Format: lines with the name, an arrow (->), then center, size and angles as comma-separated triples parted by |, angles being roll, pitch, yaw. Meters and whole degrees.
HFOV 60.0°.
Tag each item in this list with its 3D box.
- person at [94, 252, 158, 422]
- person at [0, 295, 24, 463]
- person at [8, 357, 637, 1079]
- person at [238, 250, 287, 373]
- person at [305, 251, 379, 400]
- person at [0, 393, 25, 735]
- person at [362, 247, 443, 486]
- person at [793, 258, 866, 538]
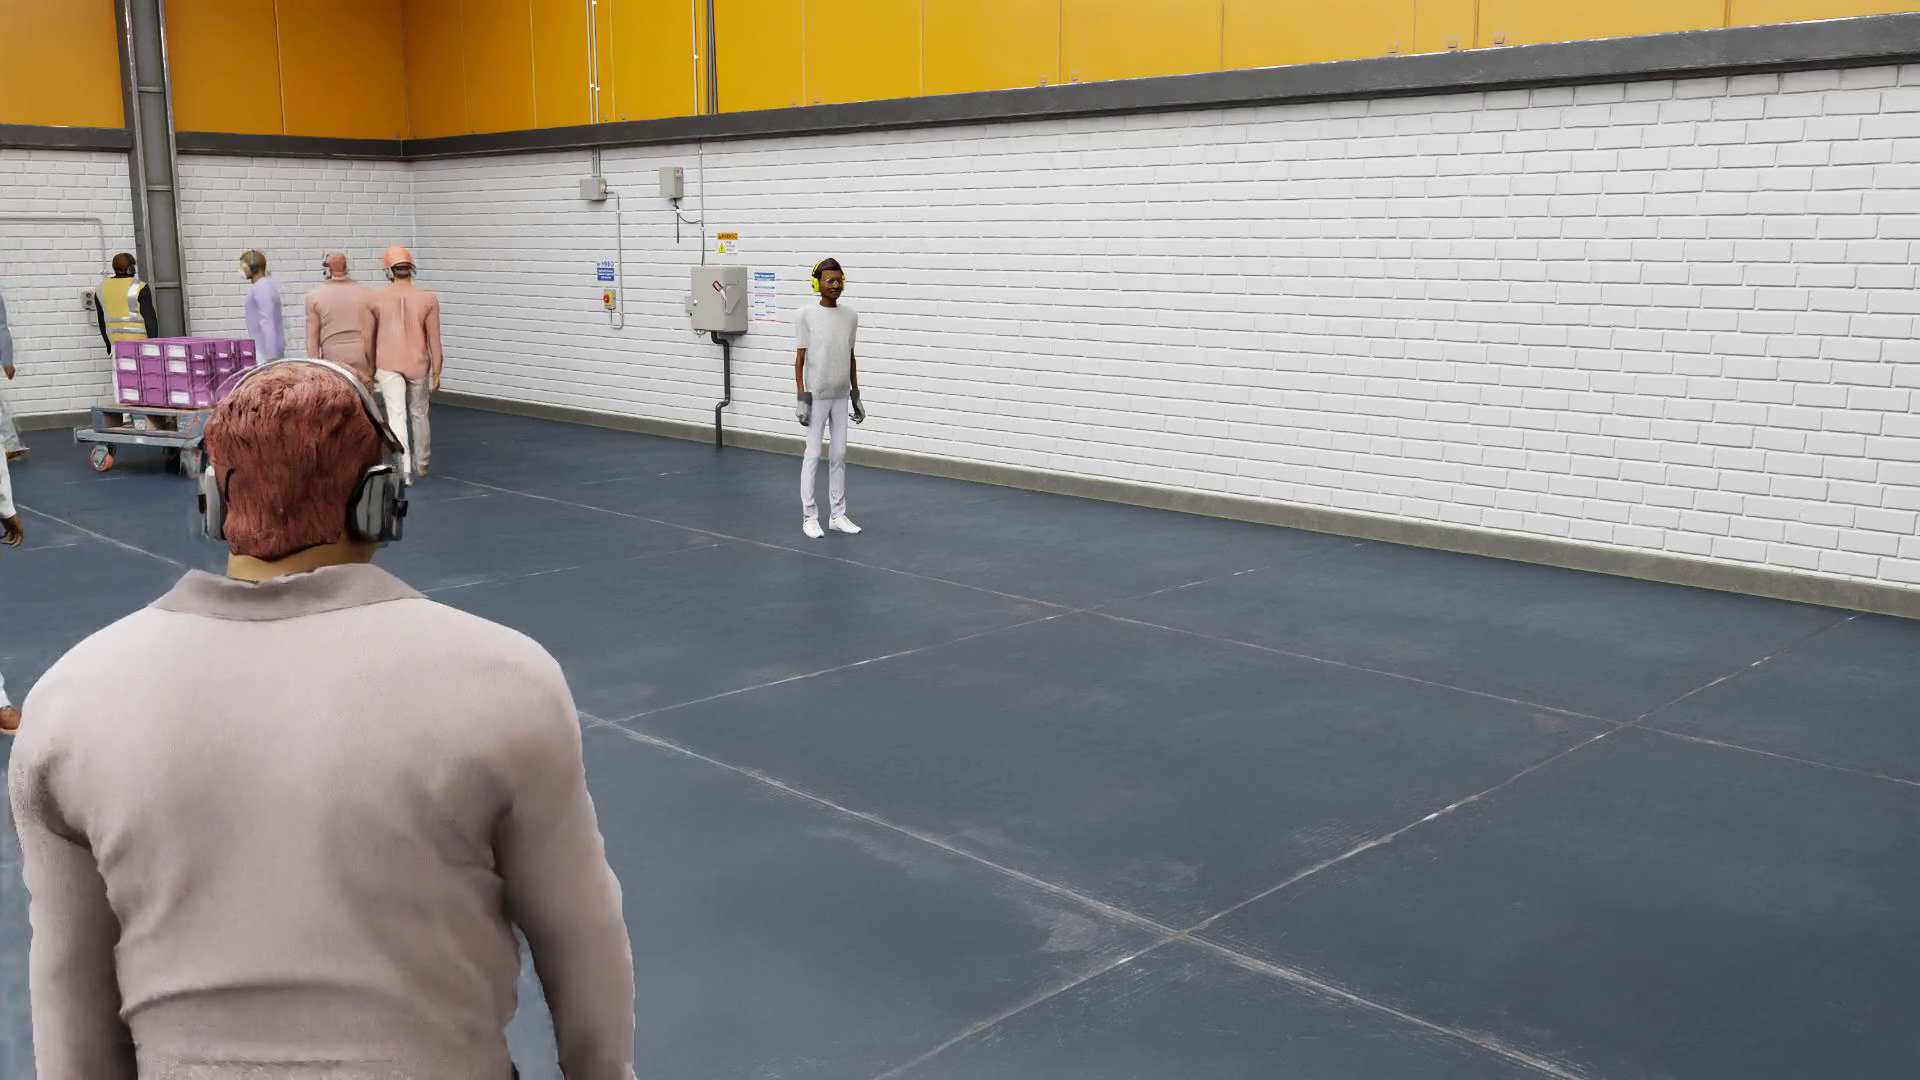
person -> -8.584, -2.046, 17.240 | 0.625, 1.846, 0.429 | 1, 10, 8
person -> -8.568, -1.545, 14.366 | 0.631, 1.888, 1.033 | 4, 11, 23
person -> -0.739, 0.709, 2.139 | 0.655, 1.874, 0.824 | 1, 10, 5
person -> -6.604, -1.778, 15.672 | 1.035, 1.881, 0.655 | -3, 11, -16
person -> -5.342, -1.567, 14.528 | 0.691, 1.884, 0.480 | -6, 12, -29
person -> -3.968, -0.107, 6.557 | 0.356, 1.884, 0.574 | 3, 11, 17
person -> -4.563, -1.426, 13.646 | 0.601, 1.931, 1.071 | -4, 11, -22
person -> -0.875, -0.958, 11.229 | 0.518, 1.873, 0.328 | -8, 13, -36
